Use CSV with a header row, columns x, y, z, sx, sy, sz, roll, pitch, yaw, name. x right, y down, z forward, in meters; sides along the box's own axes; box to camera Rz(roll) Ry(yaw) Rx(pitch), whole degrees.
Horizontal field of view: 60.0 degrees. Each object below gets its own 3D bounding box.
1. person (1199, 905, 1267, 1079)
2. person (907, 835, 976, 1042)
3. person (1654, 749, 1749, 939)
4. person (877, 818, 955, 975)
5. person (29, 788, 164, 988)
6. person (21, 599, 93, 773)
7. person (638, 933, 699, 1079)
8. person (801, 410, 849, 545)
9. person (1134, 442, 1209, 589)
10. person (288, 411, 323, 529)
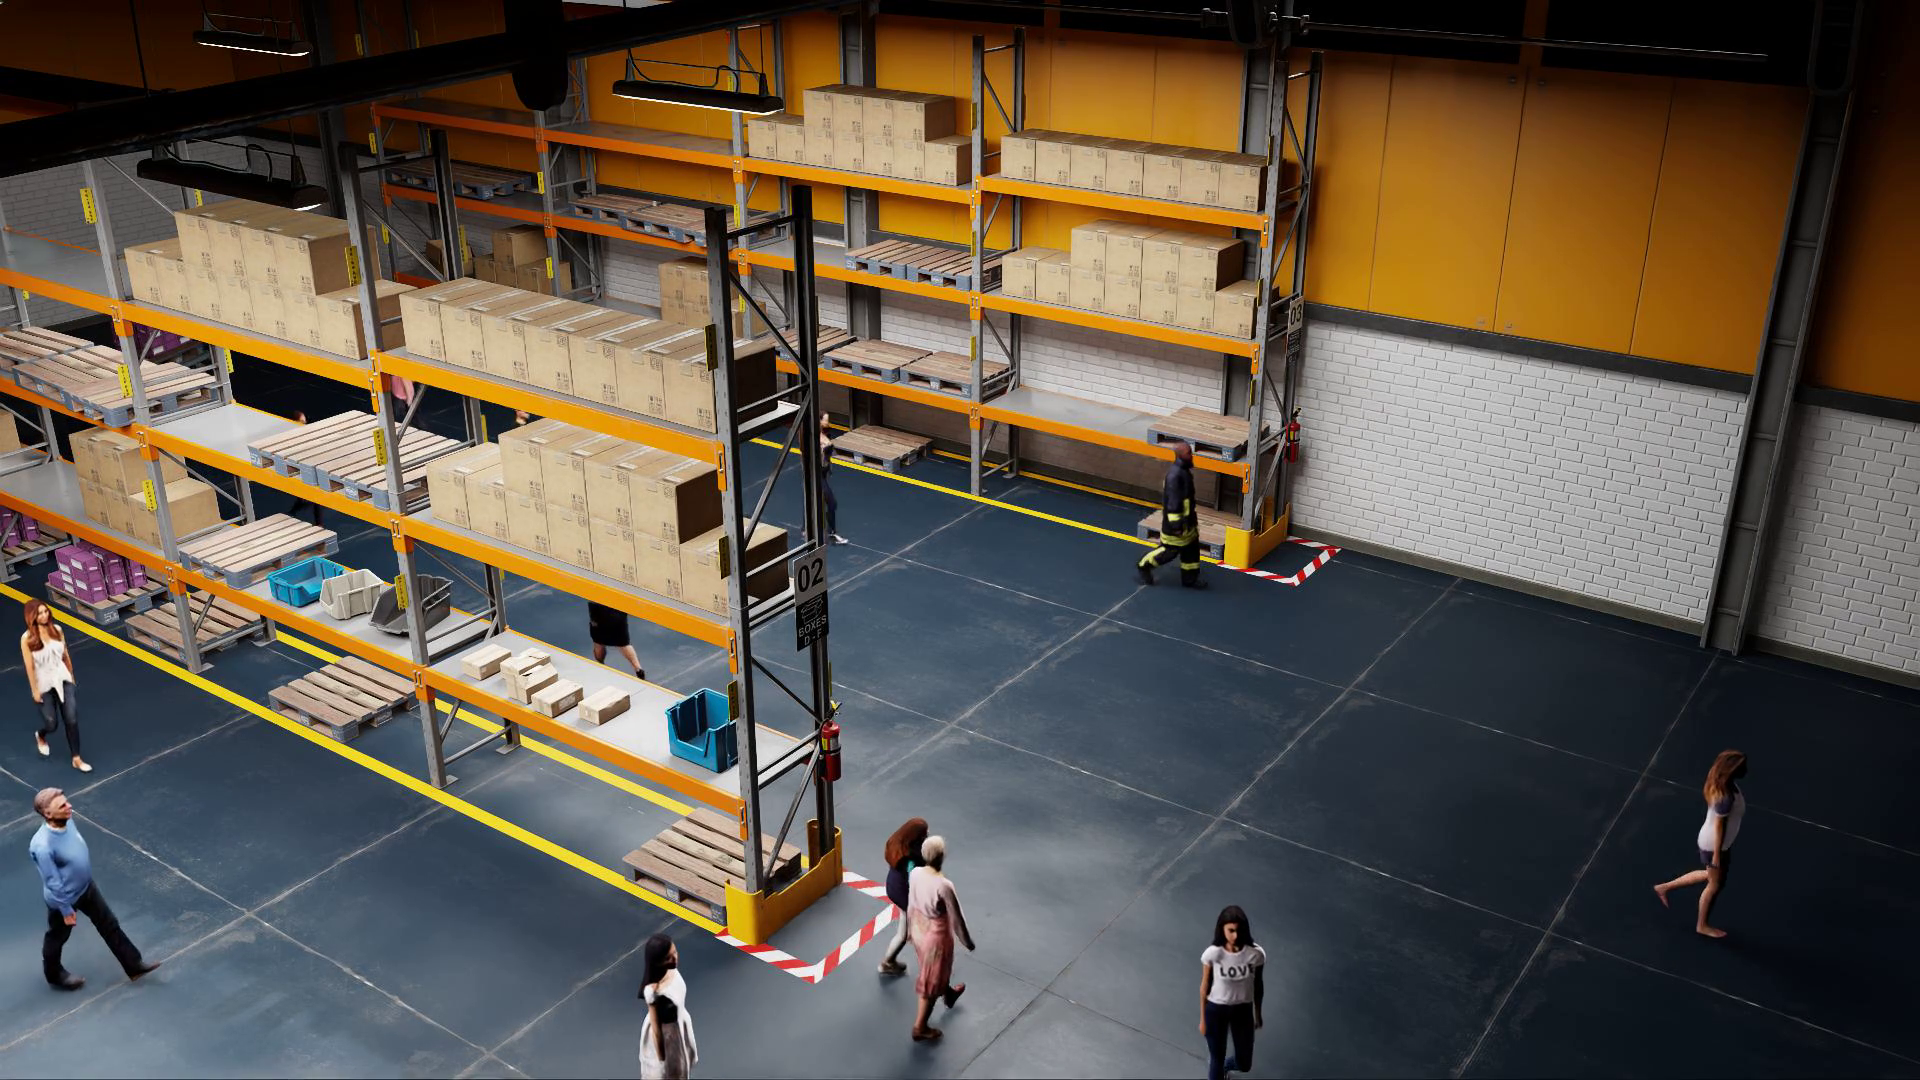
x,y,z,sx,sy,sz,roll,pitch,yaw,name
1.839,3.235,11.492,0.828,1.769,0.879,-2,24,-4,person
-0.239,2.963,12.239,0.895,1.670,0.786,21,31,39,person
6.010,2.428,13.407,0.863,1.715,0.664,11,26,24,person
-0.447,2.774,12.929,0.972,1.463,0.883,-1,24,-3,person
-6.893,2.702,12.713,1.250,1.768,1.081,1,24,2,person
-8.655,1.373,15.753,0.903,1.770,0.602,14,27,29,person
-1.961,3.386,11.143,0.786,1.773,0.761,3,24,7,person
-1.847,-0.779,20.706,0.971,1.744,0.823,4,24,9,person
2.489,-0.279,19.490,1.109,1.802,0.786,12,26,26,person
-8.257,-0.808,20.841,0.855,1.689,0.640,14,27,28,person
